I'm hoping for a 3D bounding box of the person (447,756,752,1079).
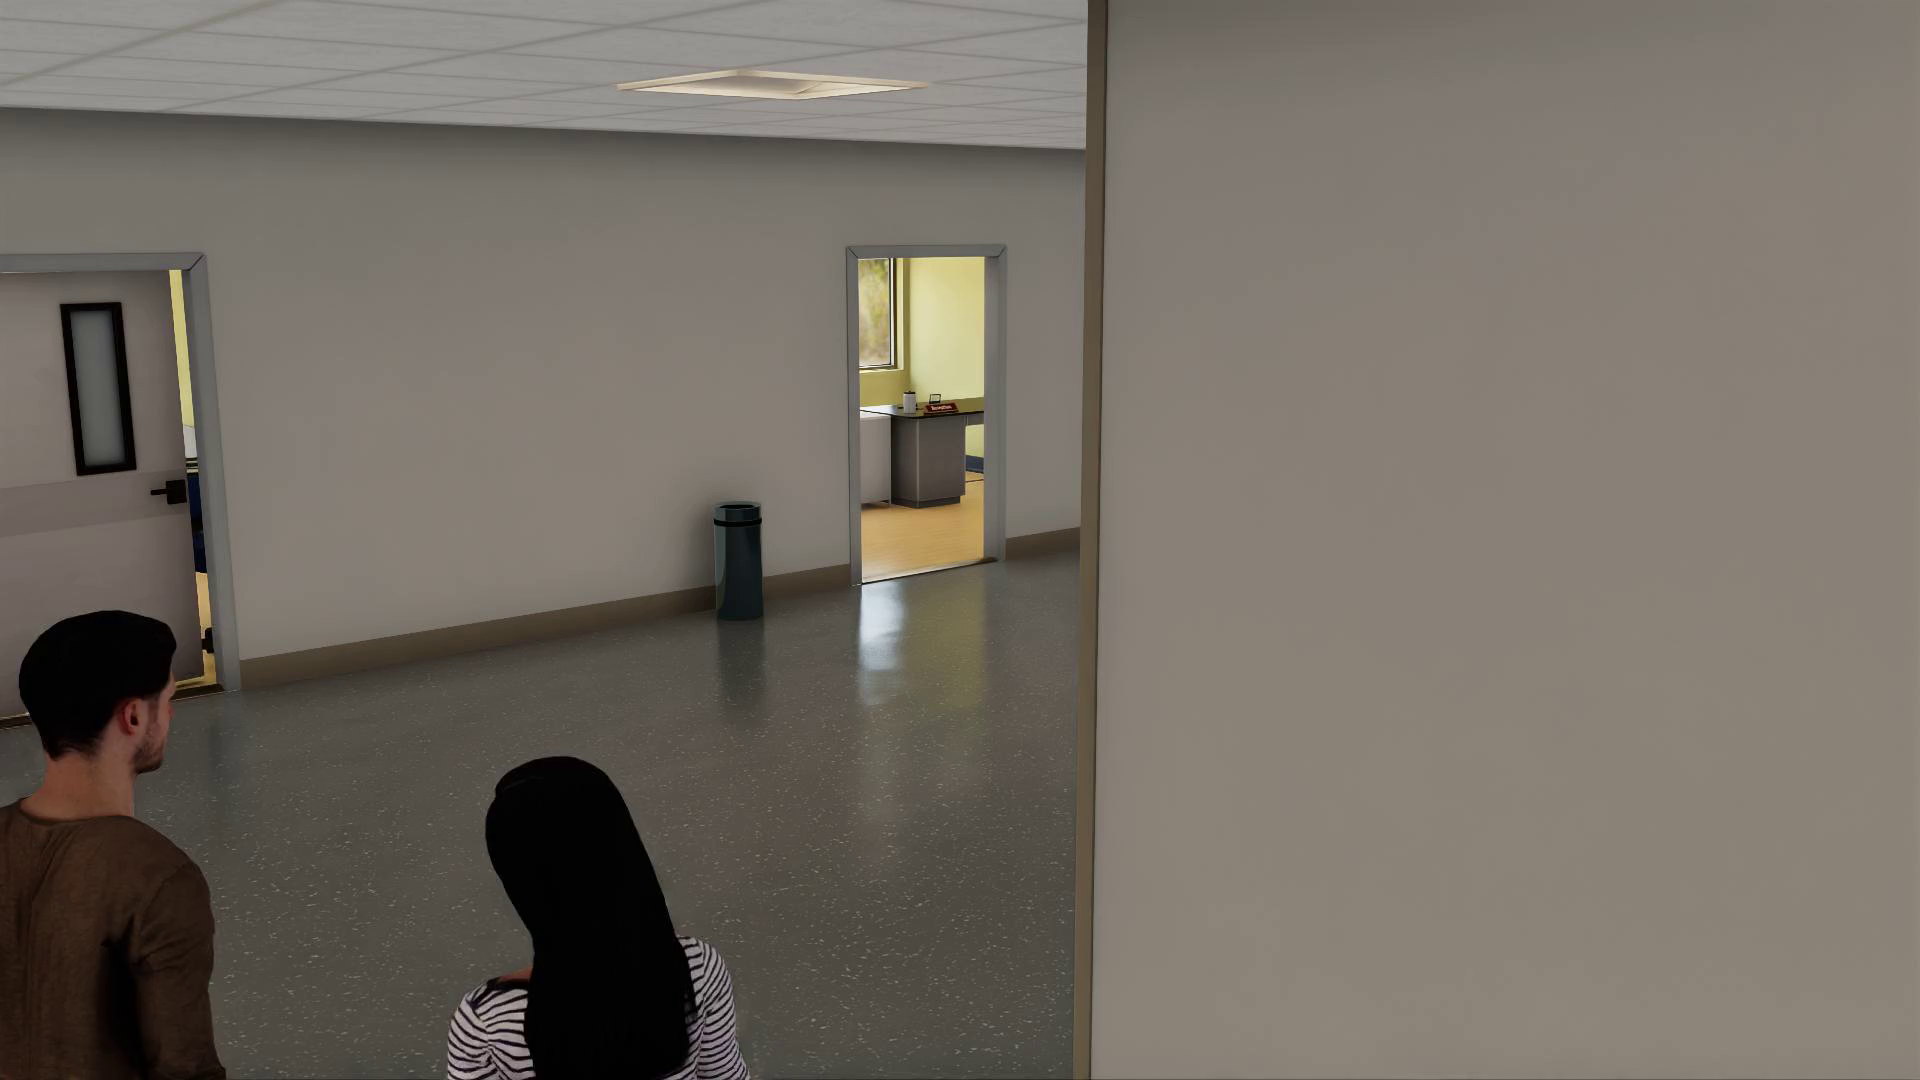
[{"bbox_3d":[-0.467,1.187,2.361,1.170,1.675,1.001,-3,11,-15],"label":"person"}]

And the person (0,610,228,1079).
[{"bbox_3d":[-1.355,1.067,2.508,0.891,1.856,1.001,3,11,15],"label":"person"}]
